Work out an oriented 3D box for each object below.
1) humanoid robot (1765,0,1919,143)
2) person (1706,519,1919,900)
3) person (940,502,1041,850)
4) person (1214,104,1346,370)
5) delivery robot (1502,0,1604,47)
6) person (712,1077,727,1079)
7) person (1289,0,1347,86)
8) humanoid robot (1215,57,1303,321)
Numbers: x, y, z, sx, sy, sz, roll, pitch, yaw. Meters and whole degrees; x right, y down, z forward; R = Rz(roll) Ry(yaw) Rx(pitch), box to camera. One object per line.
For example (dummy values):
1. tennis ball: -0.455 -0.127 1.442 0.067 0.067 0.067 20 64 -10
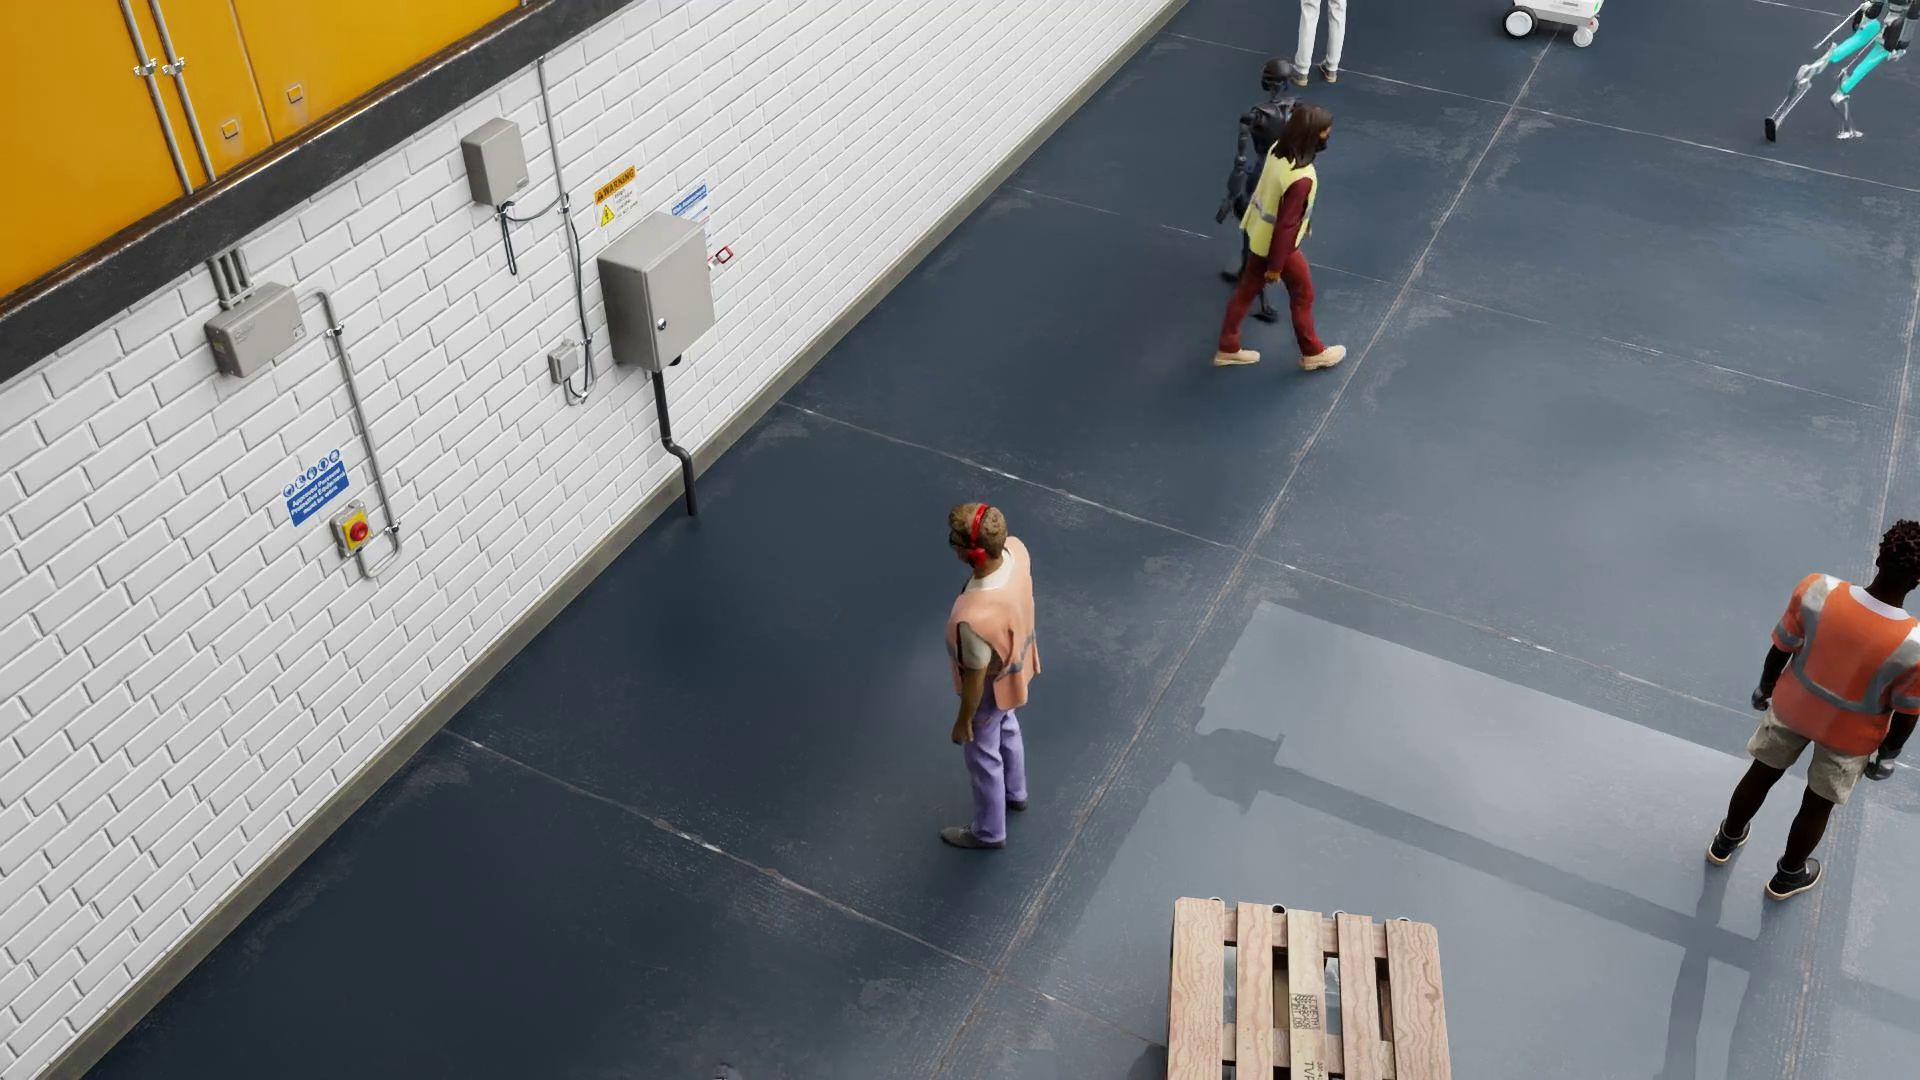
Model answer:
1. humanoid robot: 6.372 -3.644 11.955 0.928 1.778 0.550 -10 42 -11
2. person: 3.517 0.703 6.725 0.362 1.965 0.611 -30 49 -30
3. person: 0.137 0.587 6.963 0.375 1.836 0.585 12 42 14
4. person: 1.972 -1.753 9.753 0.873 1.732 0.487 -8 41 -9
5. delivery robot: 4.914 -4.435 13.772 0.804 0.610 0.499 18 44 19
6. person: -0.679 2.194 5.129 0.549 1.789 0.955 10 42 11
7. person: 2.810 -4.410 12.716 0.582 1.880 0.338 -7 41 -8
8. humanoid robot: 1.861 -2.185 10.315 0.612 1.648 0.641 -25 47 -26
